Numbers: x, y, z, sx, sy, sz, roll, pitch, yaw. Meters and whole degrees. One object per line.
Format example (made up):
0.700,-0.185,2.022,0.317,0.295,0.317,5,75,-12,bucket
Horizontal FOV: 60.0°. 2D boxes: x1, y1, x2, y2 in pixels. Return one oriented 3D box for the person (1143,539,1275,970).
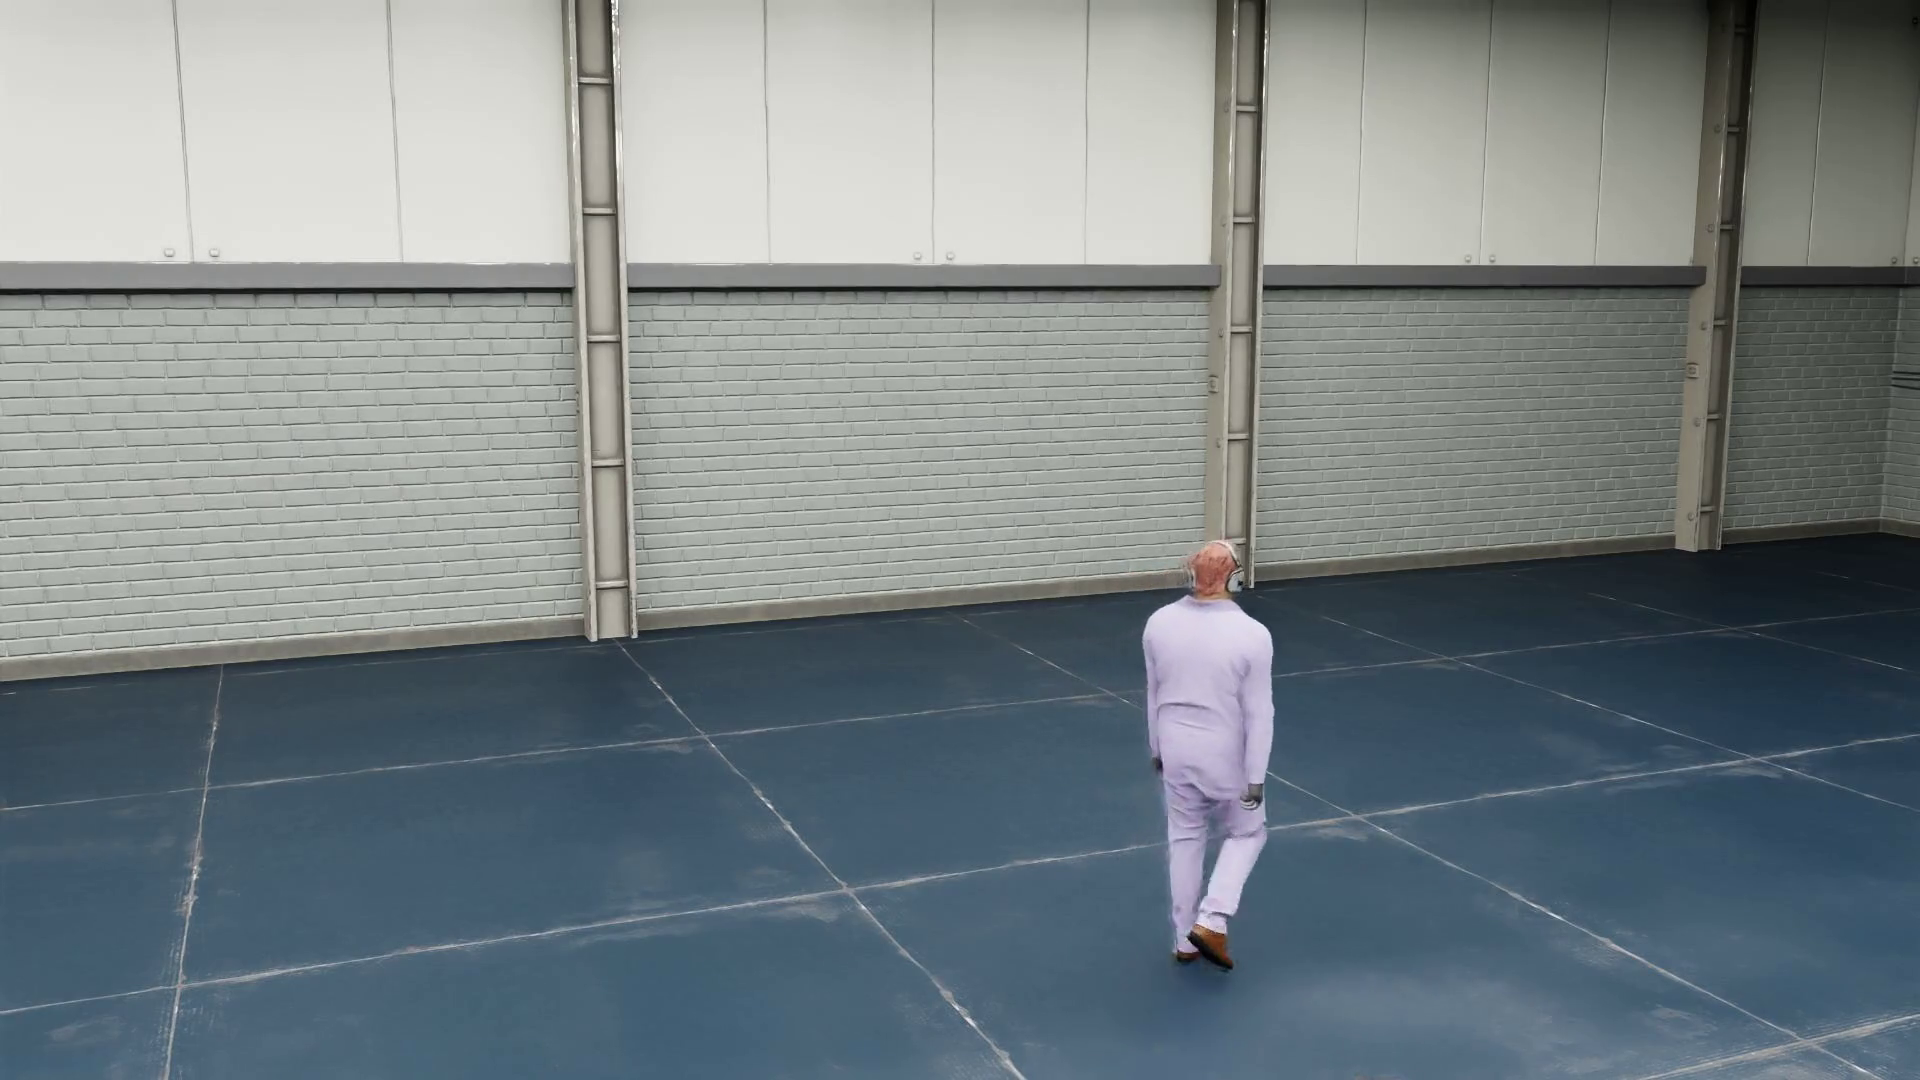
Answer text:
1.086,0.942,7.256,0.644,1.895,0.449,7,11,36,person
